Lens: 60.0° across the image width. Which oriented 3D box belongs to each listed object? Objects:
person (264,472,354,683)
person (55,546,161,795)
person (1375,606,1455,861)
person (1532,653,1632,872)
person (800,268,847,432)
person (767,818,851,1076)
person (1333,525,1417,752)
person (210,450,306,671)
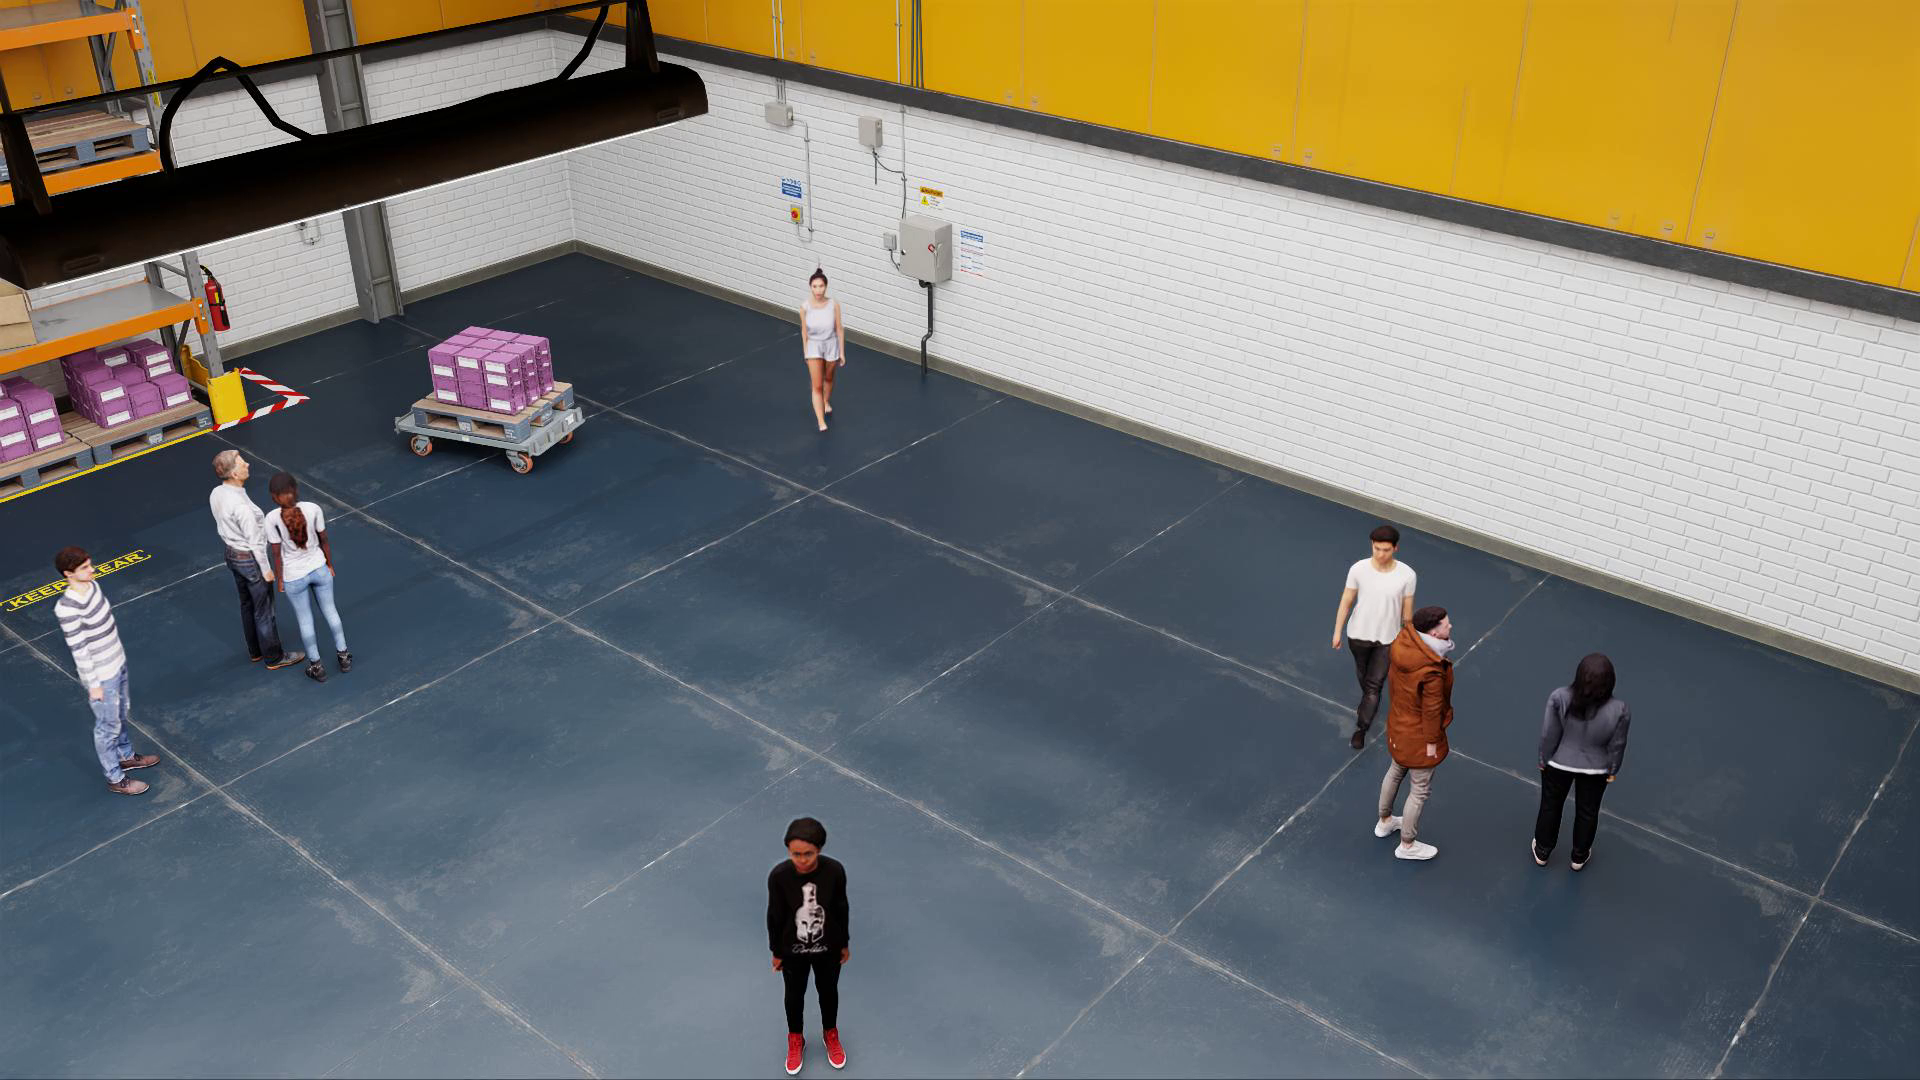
[{"bbox_3d":[-4.954,0.265,12.596,0.506,1.720,0.683,-21,35,-34],"label":"person"},{"bbox_3d":[-5.874,0.863,11.363,0.761,1.852,0.714,-4,29,-7],"label":"person"},{"bbox_3d":[2.936,1.222,10.718,0.891,1.839,0.850,-8,30,-14],"label":"person"},{"bbox_3d":[3.947,1.407,10.632,0.762,1.597,0.769,10,30,18],"label":"person"},{"bbox_3d":[-1.385,-1.942,16.808,1.054,1.563,1.029,-6,29,-11],"label":"person"},{"bbox_3d":[-0.818,2.201,9.097,0.650,1.674,0.727,-5,29,-8],"label":"person"},{"bbox_3d":[3.000,0.626,11.978,0.845,1.679,1.145,13,31,22],"label":"person"},{"bbox_3d":[-5.443,0.138,12.726,0.645,1.820,0.540,22,36,35],"label":"person"}]
